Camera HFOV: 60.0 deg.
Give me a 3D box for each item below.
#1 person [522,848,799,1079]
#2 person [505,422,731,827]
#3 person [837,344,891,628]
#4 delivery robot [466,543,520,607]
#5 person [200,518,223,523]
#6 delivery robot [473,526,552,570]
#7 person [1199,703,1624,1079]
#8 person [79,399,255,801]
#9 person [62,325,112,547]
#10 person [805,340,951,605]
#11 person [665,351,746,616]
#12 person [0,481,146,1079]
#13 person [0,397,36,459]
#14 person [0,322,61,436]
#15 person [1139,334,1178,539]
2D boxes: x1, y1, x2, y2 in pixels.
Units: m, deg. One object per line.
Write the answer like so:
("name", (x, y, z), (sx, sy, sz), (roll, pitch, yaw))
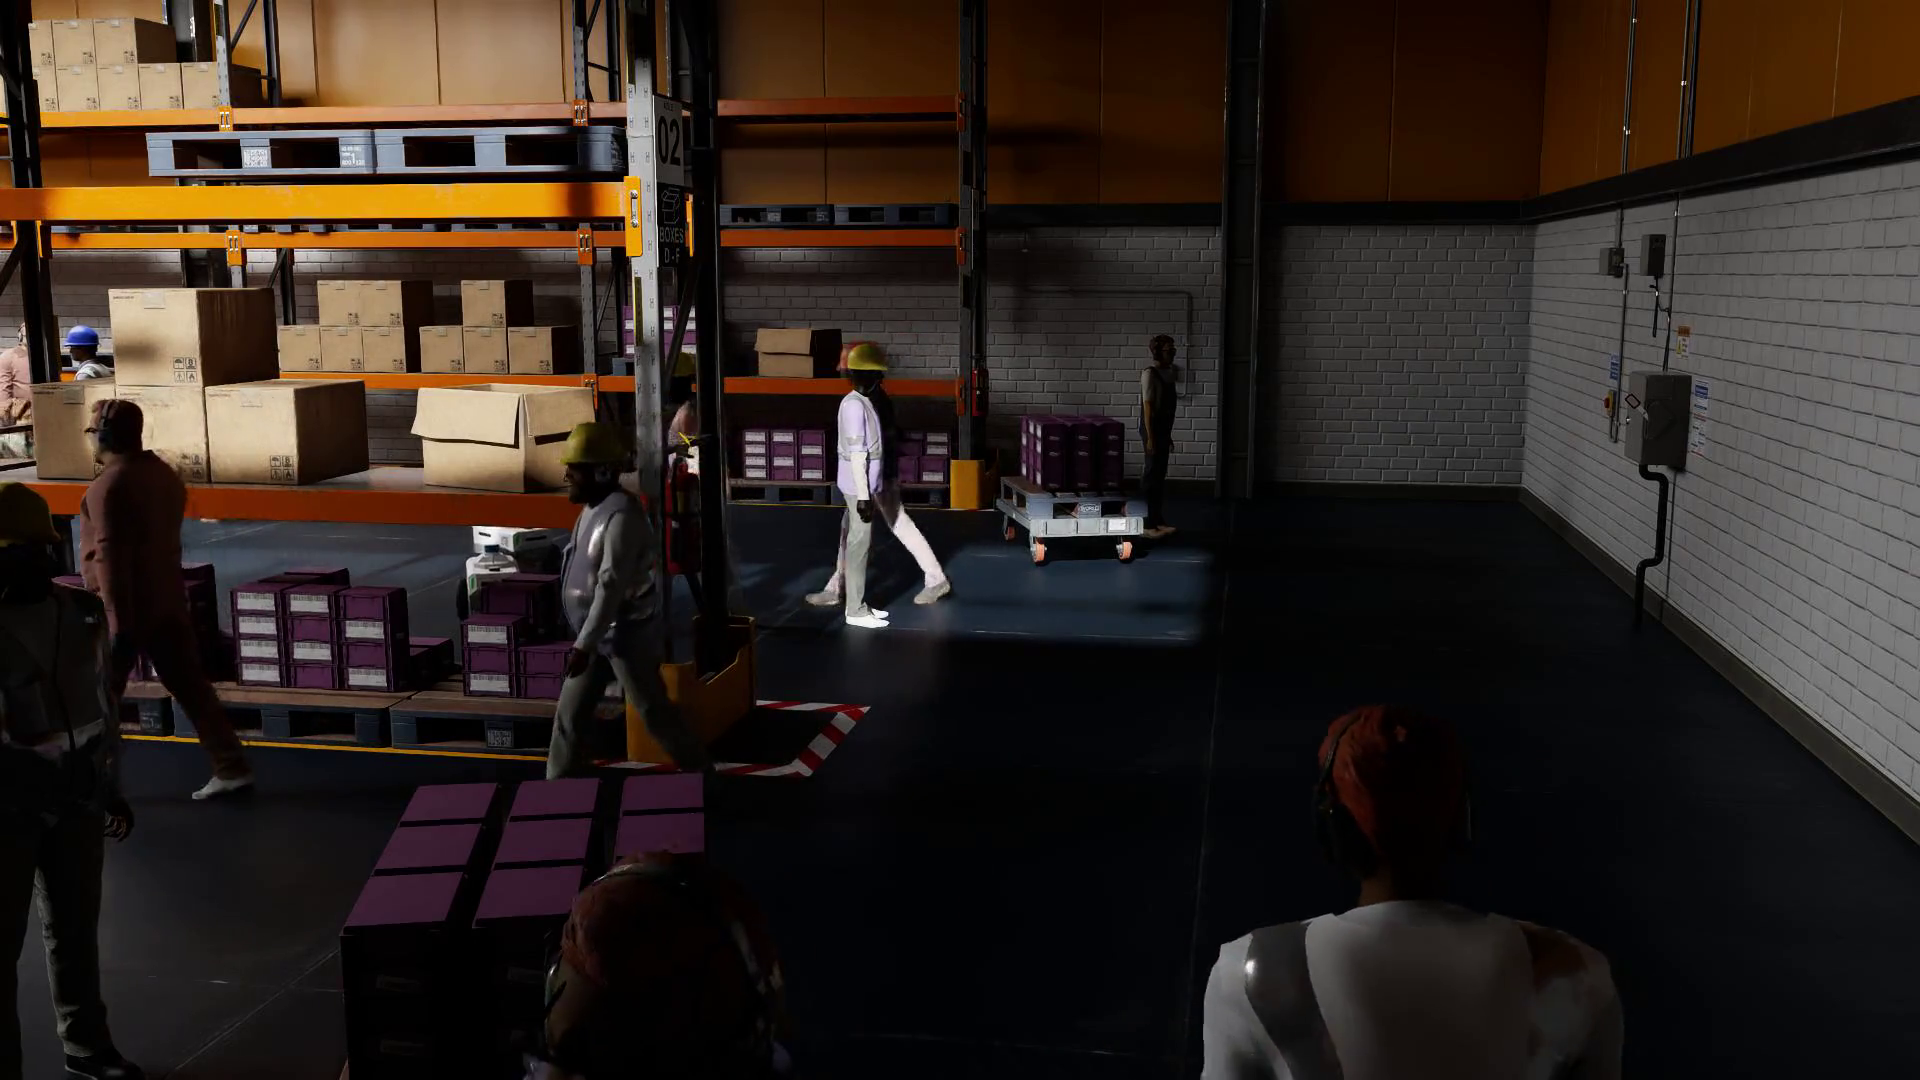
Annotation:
("person", (-0.339, 1.219, 1.667), (0.666, 1.859, 0.952), (8, 12, 42))
("person", (-1.457, 0.380, 7.150), (0.952, 1.789, 0.583), (-6, 11, -31))
("person", (-0.651, -0.372, 11.340), (0.366, 1.926, 0.594), (0, 9, -2))
("delivery robot", (-3.189, 0.263, 11.360), (0.477, 0.478, 0.707), (-3, 10, -18))
("person", (-7.468, -1.074, 16.076), (0.950, 1.797, 0.656), (5, 11, 30))
("delivery robot", (-3.532, -0.019, 13.107), (0.707, 0.478, 0.477), (9, 13, 44))
("person", (0.614, 1.150, 2.311), (0.581, 1.808, 1.068), (0, 9, 0))
("person", (-3.693, 0.291, 7.473), (1.012, 1.858, 0.664), (1, 9, 6))
("person", (-7.537, -0.887, 14.470), (0.395, 1.945, 0.618), (-2, 9, -14))
("person", (-0.556, -0.470, 11.980), (1.054, 1.936, 0.620), (-2, 9, -11))
("person", (-1.887, -0.317, 11.143), (0.934, 1.880, 0.600), (0, 9, 0))
("person", (-2.632, 0.742, 4.726), (0.404, 1.833, 0.590), (5, 10, 28))
("person", (-6.061, -0.118, 10.716), (0.679, 1.618, 0.523), (3, 10, 17))
("person", (-9.527, -1.294, 17.150), (0.405, 1.903, 0.636), (6, 11, 34))
("person", (1.811, -0.939, 15.114), (0.345, 1.847, 0.504), (4, 10, 26))
